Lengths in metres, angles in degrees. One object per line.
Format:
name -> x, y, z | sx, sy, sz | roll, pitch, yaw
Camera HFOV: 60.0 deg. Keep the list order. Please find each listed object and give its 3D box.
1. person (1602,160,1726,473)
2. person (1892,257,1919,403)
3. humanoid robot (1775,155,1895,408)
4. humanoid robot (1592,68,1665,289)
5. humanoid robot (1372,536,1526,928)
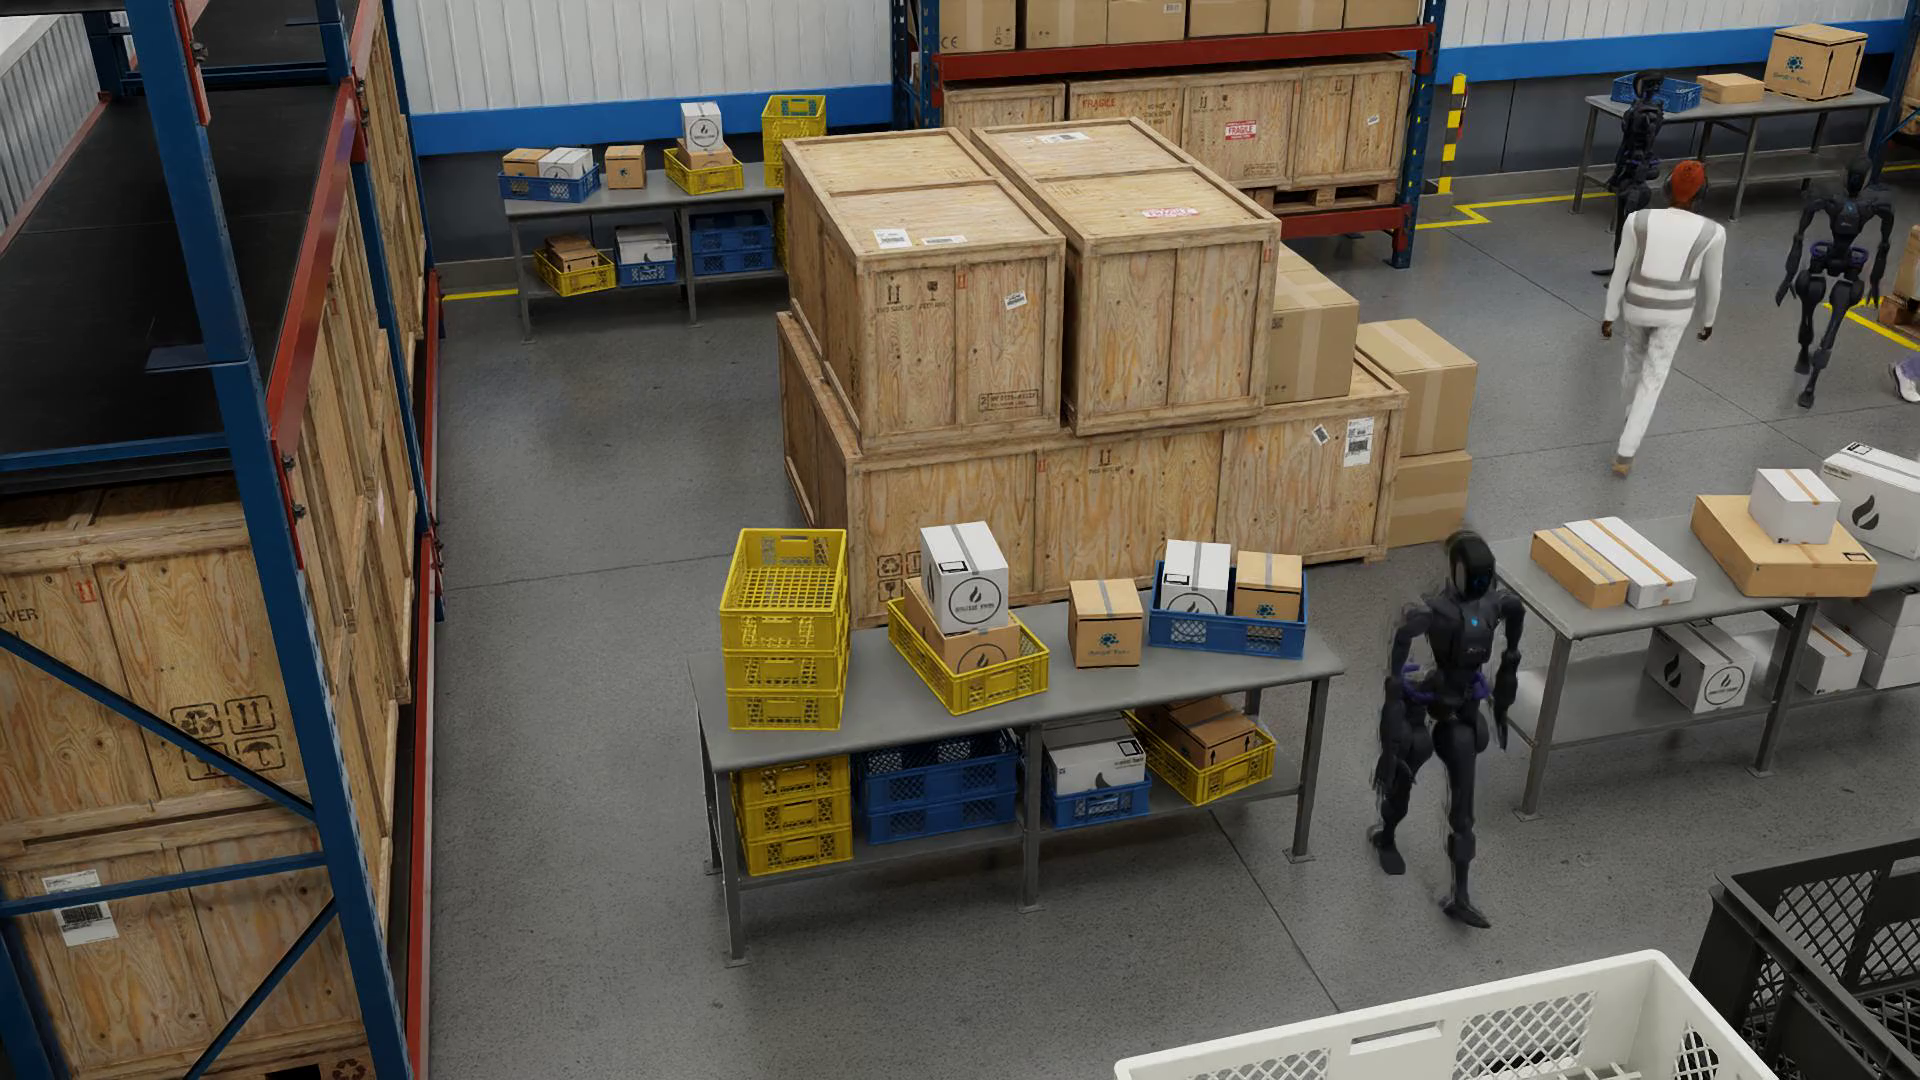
person -> 4.204, -1.367, 9.974 | 0.593, 1.829, 0.982 | 17, 33, 28
person -> 6.251, -1.599, 10.348 | 0.598, 1.872, 0.905 | -2, 29, -4
humanoid robot -> 5.716, -1.745, 10.887 | 0.595, 1.635, 0.795 | 17, 33, 28
humanoid robot -> 5.105, -2.740, 12.619 | 0.315, 1.653, 0.602 | 2, 29, 4
humanoid robot -> 1.866, 0.721, 6.381 | 0.621, 1.622, 0.759 | -4, 29, -7
